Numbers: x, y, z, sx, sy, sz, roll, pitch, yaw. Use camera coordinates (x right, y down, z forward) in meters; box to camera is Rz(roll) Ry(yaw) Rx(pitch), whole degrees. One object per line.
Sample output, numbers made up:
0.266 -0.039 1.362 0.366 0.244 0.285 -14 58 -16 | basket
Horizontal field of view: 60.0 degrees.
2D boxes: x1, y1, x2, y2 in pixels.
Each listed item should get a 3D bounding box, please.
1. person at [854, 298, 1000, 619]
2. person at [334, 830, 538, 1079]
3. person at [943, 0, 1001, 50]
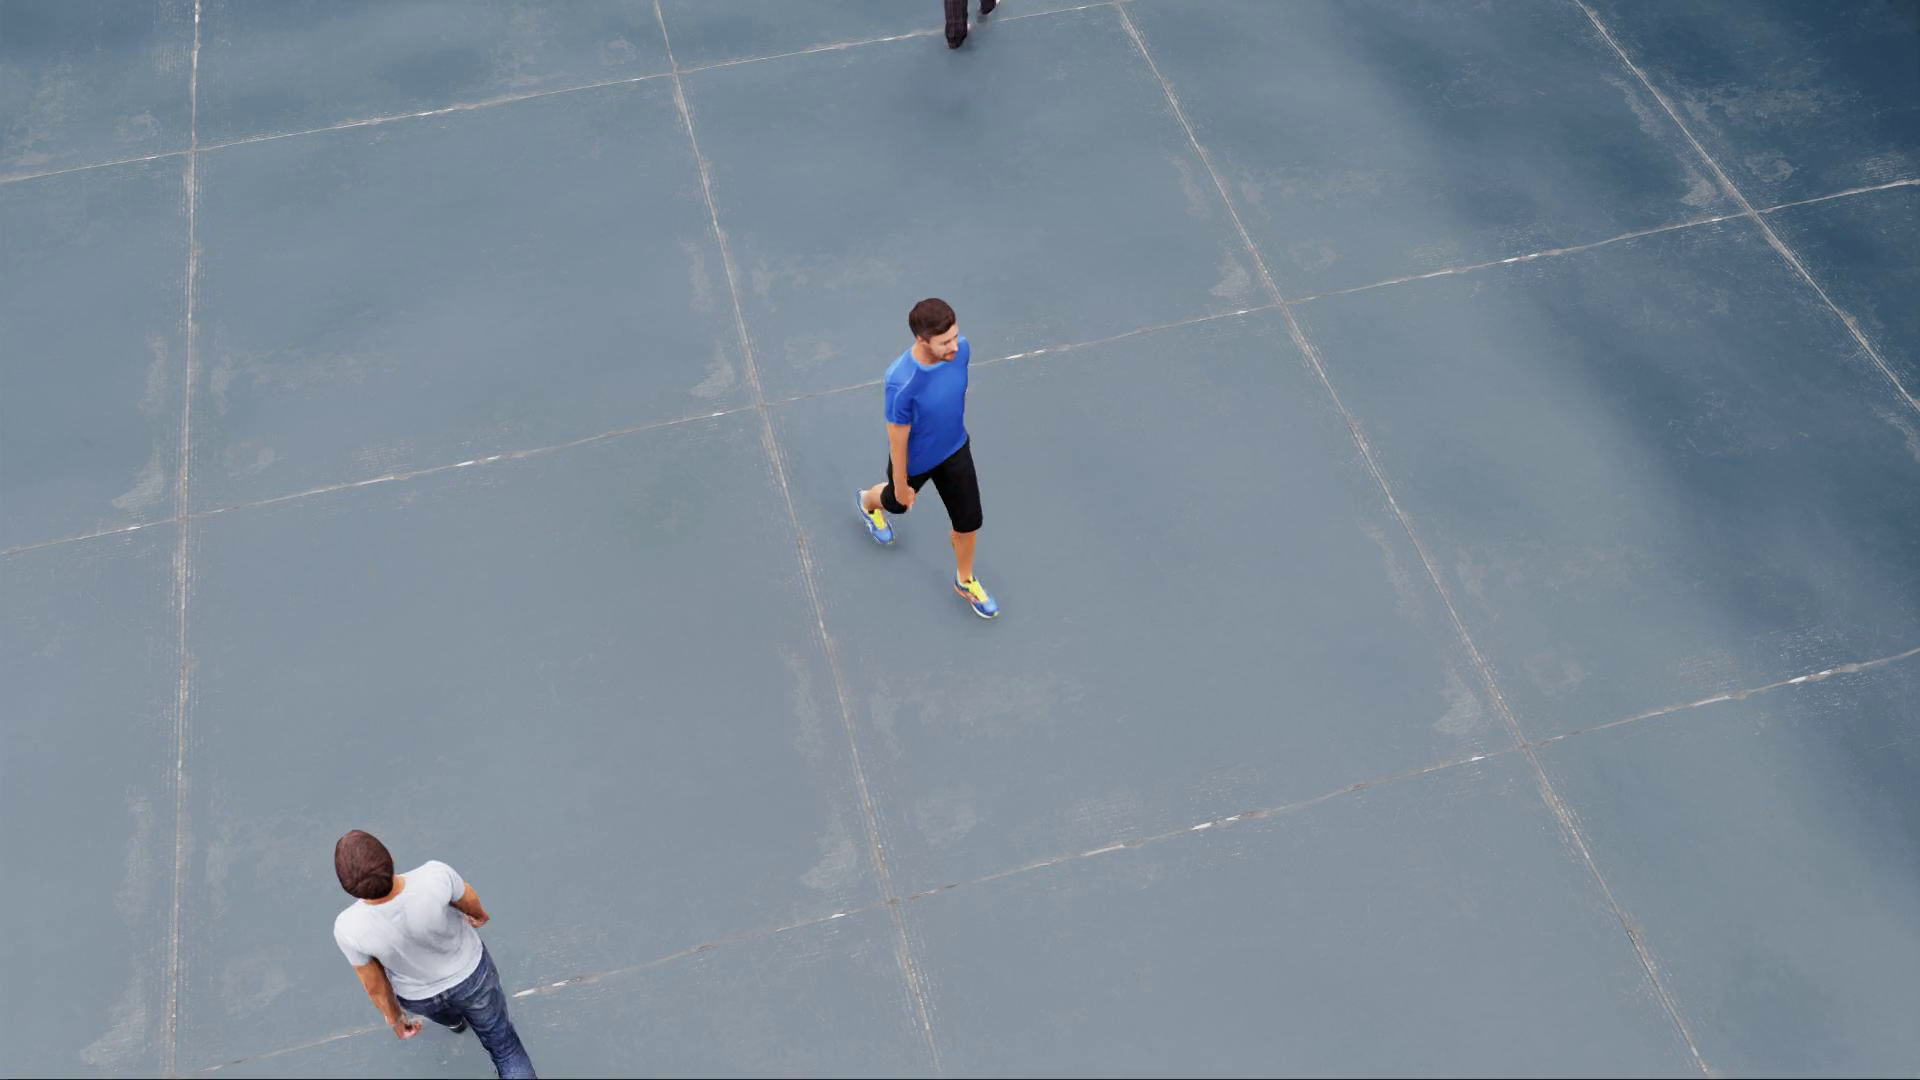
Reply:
-0.220 -0.446 7.585 0.993 1.832 1.280 -35 60 -24 | person
-1.822 1.628 5.978 0.817 1.834 1.247 -24 56 -17 | person
0.033 -3.860 10.222 0.921 1.844 1.039 13 53 10 | person
